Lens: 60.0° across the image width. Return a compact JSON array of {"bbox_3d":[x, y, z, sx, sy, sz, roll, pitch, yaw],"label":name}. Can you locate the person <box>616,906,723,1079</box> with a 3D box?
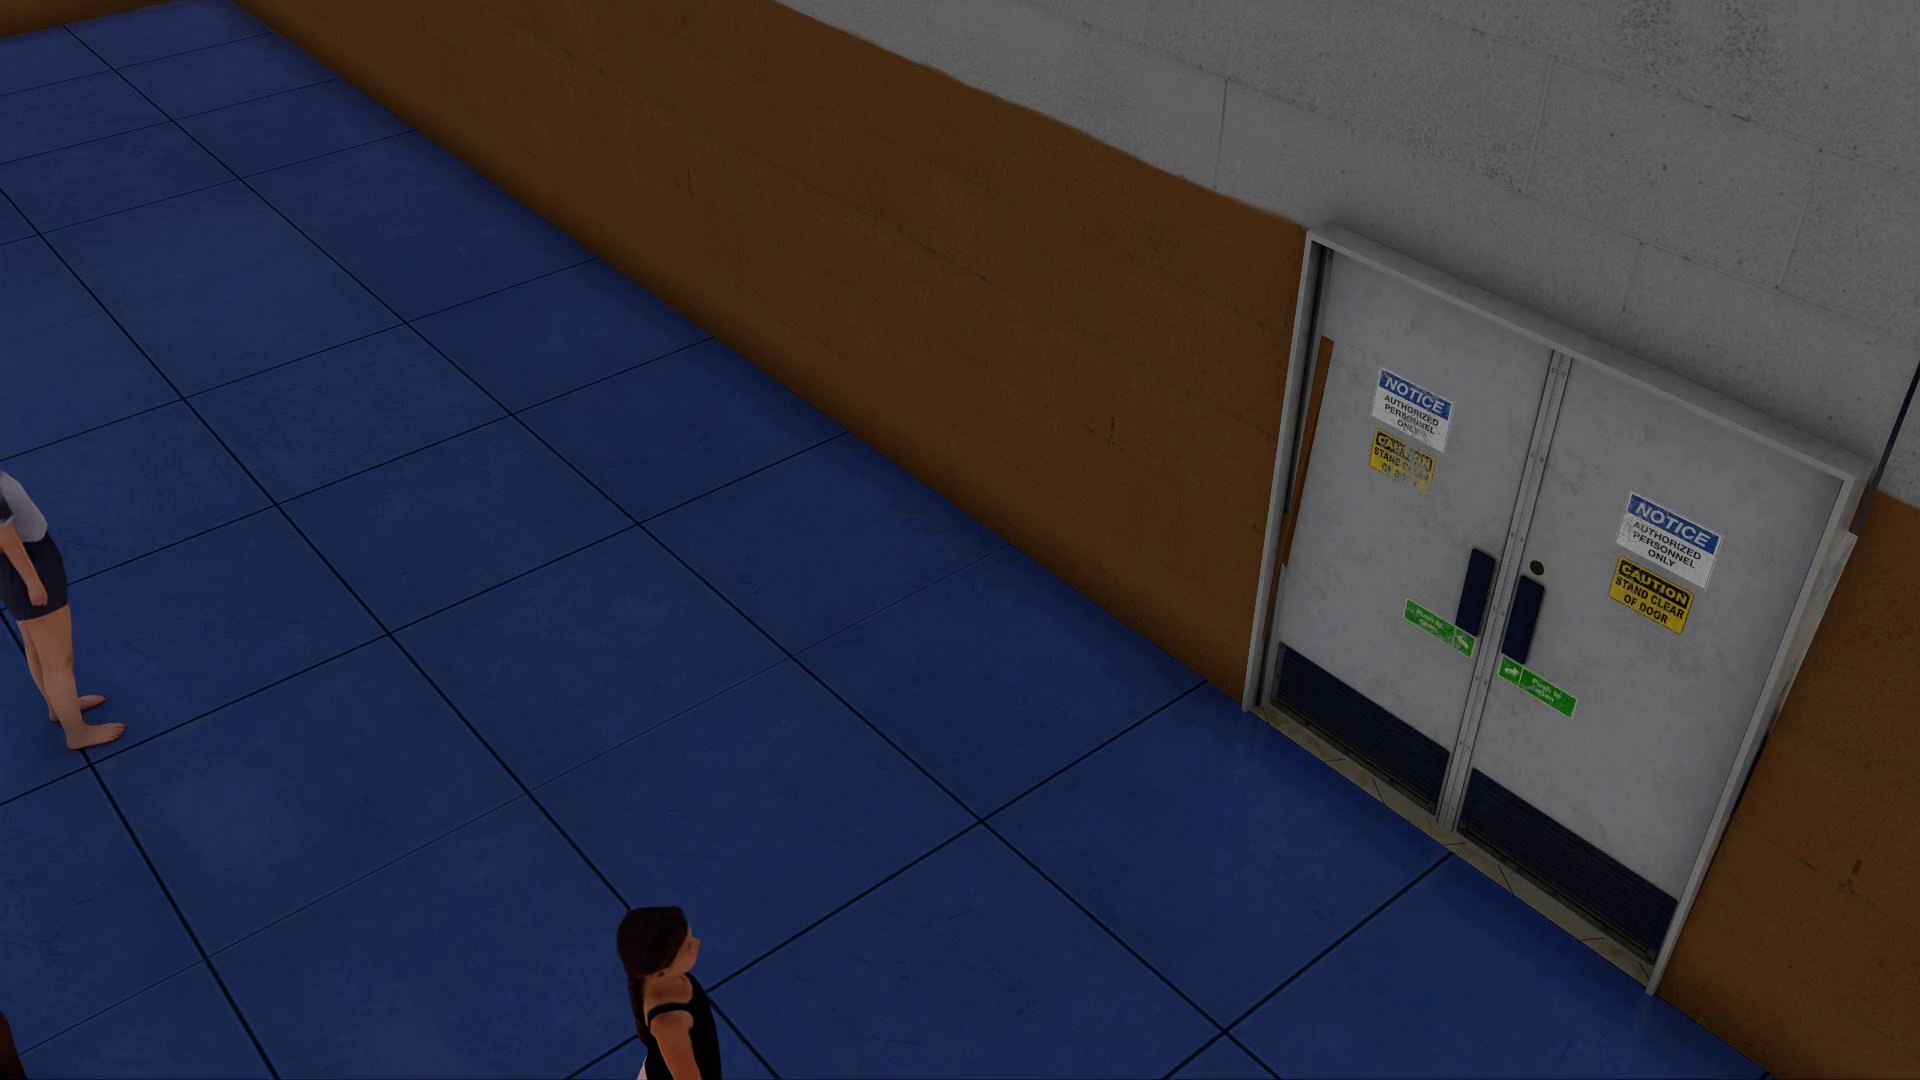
[{"bbox_3d":[-0.803,1.612,4.822,0.587,1.565,0.588,-15,40,-19],"label":"person"}]

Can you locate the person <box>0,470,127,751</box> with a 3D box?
[{"bbox_3d":[-3.796,0.140,6.713,0.495,1.650,0.587,-28,45,-32],"label":"person"}]
